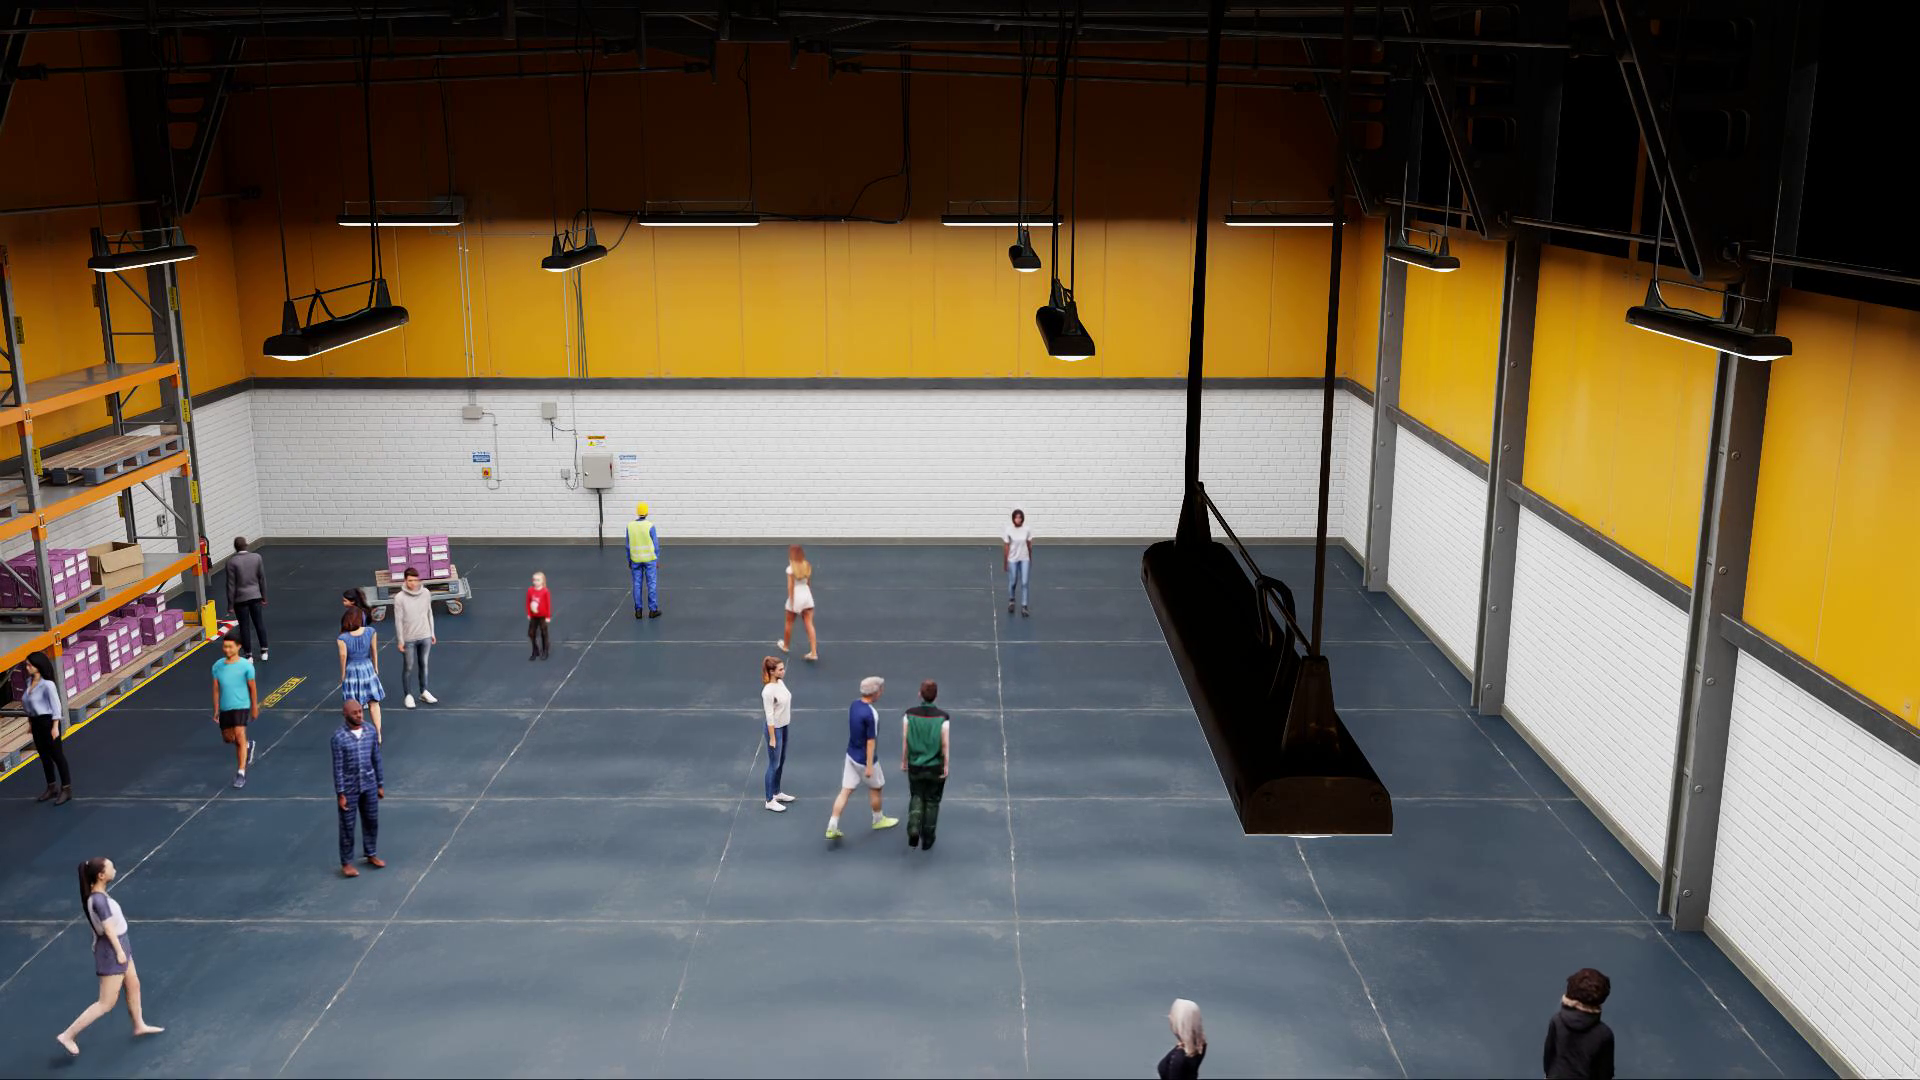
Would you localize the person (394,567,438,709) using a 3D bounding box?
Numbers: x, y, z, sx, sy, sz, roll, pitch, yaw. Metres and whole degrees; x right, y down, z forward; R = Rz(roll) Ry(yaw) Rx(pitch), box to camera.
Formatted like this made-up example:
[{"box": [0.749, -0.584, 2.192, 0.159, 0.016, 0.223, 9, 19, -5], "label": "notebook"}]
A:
[{"box": [-7.087, 1.245, 21.642, 0.753, 1.850, 0.806, -13, 19, -43], "label": "person"}]

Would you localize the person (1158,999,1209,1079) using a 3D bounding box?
[{"box": [1.472, 3.862, 11.060, 0.759, 1.743, 0.652, 7, 15, 27], "label": "person"}]

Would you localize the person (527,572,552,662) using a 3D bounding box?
[{"box": [-5.954, 1.064, 23.619, 0.524, 1.271, 0.575, 1, 14, 4], "label": "person"}]

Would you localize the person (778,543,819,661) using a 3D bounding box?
[{"box": [-2.204, 0.905, 23.472, 0.995, 1.649, 1.166, -10, 17, -35], "label": "person"}]

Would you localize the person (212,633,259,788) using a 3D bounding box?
[{"box": [-8.291, 1.910, 19.090, 0.640, 1.758, 0.971, -1, 14, -2], "label": "person"}]

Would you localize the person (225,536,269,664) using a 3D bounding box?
[{"box": [-10.023, 0.836, 23.404, 0.787, 1.816, 0.832, -12, 18, -40], "label": "person"}]

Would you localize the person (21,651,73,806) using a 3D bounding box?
[{"box": [-10.125, 2.076, 18.435, 0.734, 1.743, 0.714, 7, 15, 26], "label": "person"}]

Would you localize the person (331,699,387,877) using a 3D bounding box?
[{"box": [-6.071, 2.455, 16.720, 0.810, 1.814, 0.748, 13, 19, 43], "label": "person"}]

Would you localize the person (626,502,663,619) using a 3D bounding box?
[{"box": [-4.882, 0.302, 25.617, 0.648, 1.812, 0.555, 0, 14, 0], "label": "person"}]

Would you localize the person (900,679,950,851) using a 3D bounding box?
[{"box": [-0.366, 2.350, 17.130, 0.755, 1.825, 0.830, 3, 14, 12], "label": "person"}]

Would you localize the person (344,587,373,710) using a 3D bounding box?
[{"box": [-7.792, 1.389, 21.538, 0.695, 1.618, 0.725, 9, 16, 34], "label": "person"}]

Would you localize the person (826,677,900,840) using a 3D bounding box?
[{"box": [-1.085, 2.317, 17.365, 1.218, 1.780, 1.211, -12, 18, -41], "label": "person"}]

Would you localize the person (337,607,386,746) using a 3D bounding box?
[{"box": [-7.206, 1.670, 19.979, 0.744, 1.806, 0.795, -12, 18, -41], "label": "person"}]

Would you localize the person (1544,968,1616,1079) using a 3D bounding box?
[{"box": [4.168, 3.794, 11.312, 0.848, 1.758, 0.936, 8, 16, 30], "label": "person"}]

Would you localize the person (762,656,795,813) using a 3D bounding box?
[{"box": [-2.027, 2.112, 18.339, 0.723, 1.719, 0.543, 3, 14, 14], "label": "person"}]

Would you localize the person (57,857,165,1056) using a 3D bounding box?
[{"box": [-6.928, 3.362, 13.374, 0.942, 1.626, 1.021, -7, 15, -27], "label": "person"}]

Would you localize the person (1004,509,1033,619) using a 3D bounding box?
[{"box": [0.898, 0.347, 25.725, 0.615, 1.673, 1.105, -1, 14, -3], "label": "person"}]
